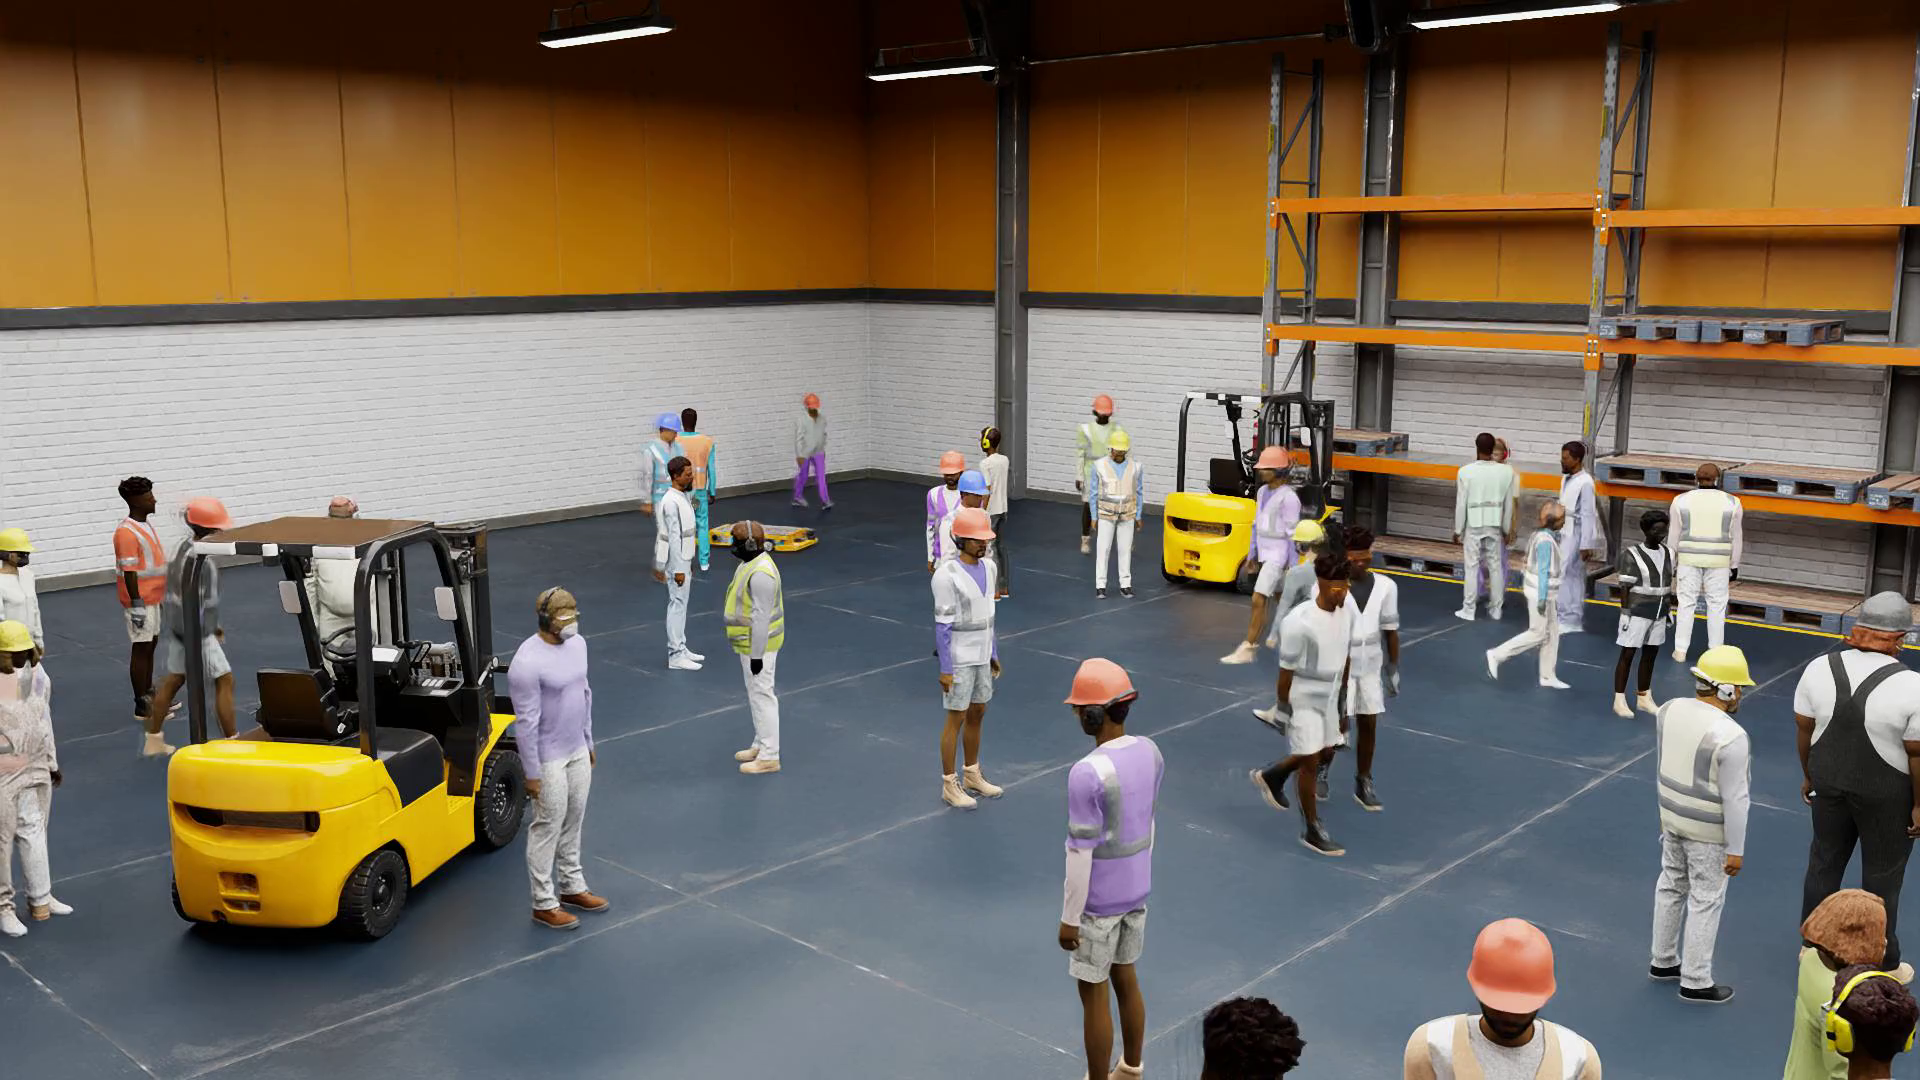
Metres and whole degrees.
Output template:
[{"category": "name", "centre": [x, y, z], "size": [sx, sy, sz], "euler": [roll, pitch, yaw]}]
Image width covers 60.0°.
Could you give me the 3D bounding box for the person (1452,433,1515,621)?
[{"category": "person", "centre": [5.314, -0.126, 16.879], "size": [0.620, 1.907, 0.418], "euler": [-1, 10, -5]}]

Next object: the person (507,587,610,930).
[{"category": "person", "centre": [-2.240, 1.199, 9.250], "size": [0.382, 1.930, 0.636], "euler": [4, 11, 19]}]

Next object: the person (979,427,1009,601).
[{"category": "person", "centre": [0.340, -0.279, 17.820], "size": [0.327, 1.871, 0.514], "euler": [6, 12, 31]}]

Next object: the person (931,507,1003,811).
[{"category": "person", "centre": [0.078, 0.789, 11.247], "size": [0.373, 2.043, 0.615], "euler": [7, 12, 36]}]

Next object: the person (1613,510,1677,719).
[{"category": "person", "centre": [5.512, 0.589, 13.362], "size": [0.540, 1.697, 0.317], "euler": [-4, 11, -20]}]

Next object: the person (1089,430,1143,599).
[{"category": "person", "centre": [1.687, -0.274, 17.916], "size": [0.586, 1.827, 0.404], "euler": [-1, 10, -7]}]

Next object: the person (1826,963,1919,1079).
[{"category": "person", "centre": [2.410, 2.062, 4.531], "size": [0.510, 1.861, 0.324], "euler": [-2, 10, -11]}]

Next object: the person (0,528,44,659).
[{"category": "person", "centre": [-6.871, 0.779, 12.133], "size": [0.365, 1.758, 0.526], "euler": [0, 10, 2]}]

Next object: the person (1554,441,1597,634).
[{"category": "person", "centre": [5.906, -0.024, 16.275], "size": [0.596, 1.900, 0.609], "euler": [1, 10, 7]}]

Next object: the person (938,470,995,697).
[{"category": "person", "centre": [0.072, 0.375, 13.910], "size": [0.417, 1.939, 0.610], "euler": [8, 13, 38]}]

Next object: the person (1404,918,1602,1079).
[{"category": "person", "centre": [1.521, 1.987, 4.731], "size": [0.551, 1.932, 0.377], "euler": [1, 10, 7]}]

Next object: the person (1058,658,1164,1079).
[{"category": "person", "centre": [0.619, 1.511, 7.191], "size": [0.410, 2.030, 0.611], "euler": [8, 12, 37]}]

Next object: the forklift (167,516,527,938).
[{"category": "forklift", "centre": [-3.583, 0.976, 9.748], "size": [1.214, 2.155, 2.313], "euler": [2, 10, 11]}]

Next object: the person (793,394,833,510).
[{"category": "person", "centre": [-2.147, -1.285, 24.080], "size": [0.619, 1.685, 0.902], "euler": [-8, 13, -39]}]

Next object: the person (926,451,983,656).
[{"category": "person", "centre": [-0.058, 0.133, 15.313], "size": [0.544, 1.930, 0.389], "euler": [3, 10, 18]}]

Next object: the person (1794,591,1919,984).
[{"category": "person", "centre": [4.701, 1.257, 8.590], "size": [0.537, 2.000, 0.688], "euler": [-6, 12, -33]}]

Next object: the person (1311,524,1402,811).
[{"category": "person", "centre": [2.643, 0.856, 11.159], "size": [0.624, 1.944, 0.396], "euler": [-2, 10, -11]}]

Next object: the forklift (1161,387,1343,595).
[{"category": "forklift", "centre": [3.298, -0.608, 18.767], "size": [1.214, 2.155, 2.313], "euler": [9, 13, 42]}]

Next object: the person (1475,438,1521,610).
[{"category": "person", "centre": [5.516, -0.160, 17.274], "size": [0.554, 1.814, 0.606], "euler": [-6, 11, -29]}]

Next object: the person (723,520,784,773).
[{"category": "person", "centre": [-1.486, 0.762, 12.012], "size": [0.430, 1.836, 0.628], "euler": [-2, 10, -13]}]

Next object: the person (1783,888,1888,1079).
[{"category": "person", "centre": [2.968, 1.971, 5.703], "size": [0.271, 1.627, 0.502], "euler": [3, 10, 15]}]

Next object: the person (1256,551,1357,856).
[{"category": "person", "centre": [2.163, 0.978, 10.495], "size": [0.628, 1.930, 0.786], "euler": [-7, 12, -35]}]

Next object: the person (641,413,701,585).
[{"category": "person", "centre": [-3.250, -0.465, 18.716], "size": [0.515, 1.920, 0.628], "euler": [6, 12, 32]}]

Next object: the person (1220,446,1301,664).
[{"category": "person", "centre": [2.904, 0.133, 15.146], "size": [1.046, 2.007, 0.620], "euler": [-2, 10, -14]}]

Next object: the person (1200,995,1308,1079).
[{"category": "person", "centre": [0.558, 2.071, 4.268], "size": [0.668, 1.924, 0.509], "euler": [7, 12, 35]}]

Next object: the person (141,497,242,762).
[{"category": "person", "centre": [-5.624, 0.664, 12.174], "size": [0.870, 1.992, 0.634], "euler": [-6, 12, -32]}]

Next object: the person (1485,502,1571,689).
[{"category": "person", "centre": [4.913, 0.471, 14.260], "size": [0.638, 1.611, 0.528], "euler": [4, 11, 22]}]

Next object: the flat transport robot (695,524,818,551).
[{"category": "flat transport robot", "centre": [-2.585, -0.042, 21.019], "size": [1.431, 0.197, 0.652], "euler": [3, 10, 18]}]

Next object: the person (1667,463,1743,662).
[{"category": "person", "centre": [6.758, 0.212, 15.123], "size": [0.621, 1.837, 0.429], "euler": [4, 11, 24]}]

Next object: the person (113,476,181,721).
[{"category": "person", "centre": [-6.537, 0.460, 13.335], "size": [0.364, 1.966, 0.609], "euler": [-2, 10, -13]}]

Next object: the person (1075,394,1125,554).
[{"category": "person", "centre": [1.715, -0.802, 20.409], "size": [0.630, 2.013, 0.515], "euler": [0, 10, -1]}]

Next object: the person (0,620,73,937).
[{"category": "person", "centre": [-5.195, 1.295, 9.216], "size": [0.315, 1.743, 0.487], "euler": [4, 11, 19]}]

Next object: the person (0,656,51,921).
[{"category": "person", "centre": [-5.355, 1.256, 9.173], "size": [0.624, 1.841, 0.430], "euler": [-9, 14, -43]}]

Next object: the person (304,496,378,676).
[{"category": "person", "centre": [-4.656, 0.604, 12.694], "size": [0.645, 1.905, 0.400], "euler": [-3, 10, -14]}]

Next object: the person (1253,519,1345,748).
[{"category": "person", "centre": [2.630, 0.699, 12.700], "size": [0.532, 1.715, 0.940], "euler": [-9, 13, -42]}]

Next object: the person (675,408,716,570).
[{"category": "person", "centre": [-3.148, -0.584, 19.454], "size": [0.587, 1.911, 0.392], "euler": [-2, 10, -12]}]

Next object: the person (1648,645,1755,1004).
[{"category": "person", "centre": [3.718, 1.416, 8.322], "size": [0.403, 1.819, 0.601], "euler": [-3, 10, -15]}]

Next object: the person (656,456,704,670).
[{"category": "person", "centre": [-2.527, 0.198, 14.964], "size": [0.392, 1.919, 0.592], "euler": [-1, 10, -4]}]
